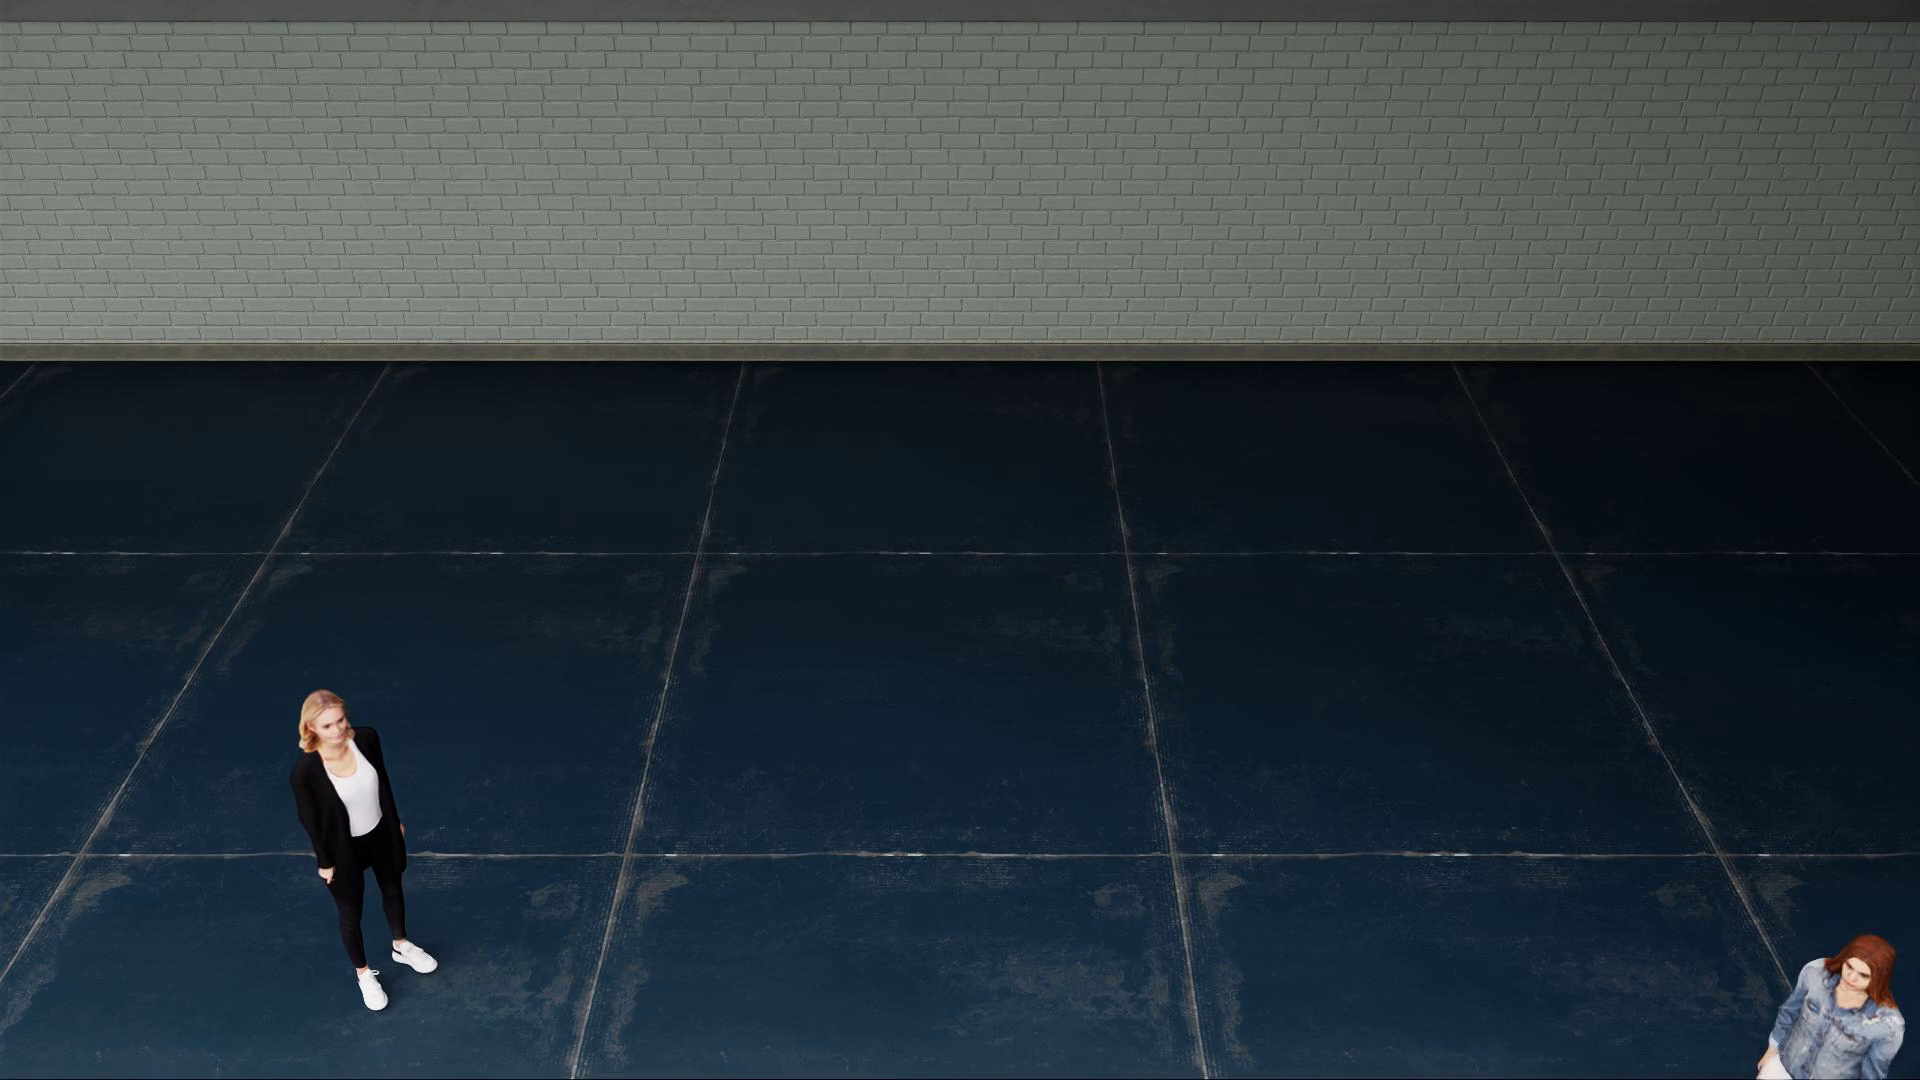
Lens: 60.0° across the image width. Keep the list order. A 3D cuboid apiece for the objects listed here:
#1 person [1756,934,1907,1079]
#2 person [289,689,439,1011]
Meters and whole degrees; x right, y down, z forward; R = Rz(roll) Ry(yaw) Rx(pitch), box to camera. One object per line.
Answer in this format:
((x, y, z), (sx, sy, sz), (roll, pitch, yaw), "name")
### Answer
((3.574, 2.187, 6.863), (0.812, 1.691, 0.734), (-20, 38, -28), "person")
((-2.859, 1.443, 7.904), (0.745, 1.802, 0.657), (23, 39, 31), "person")
